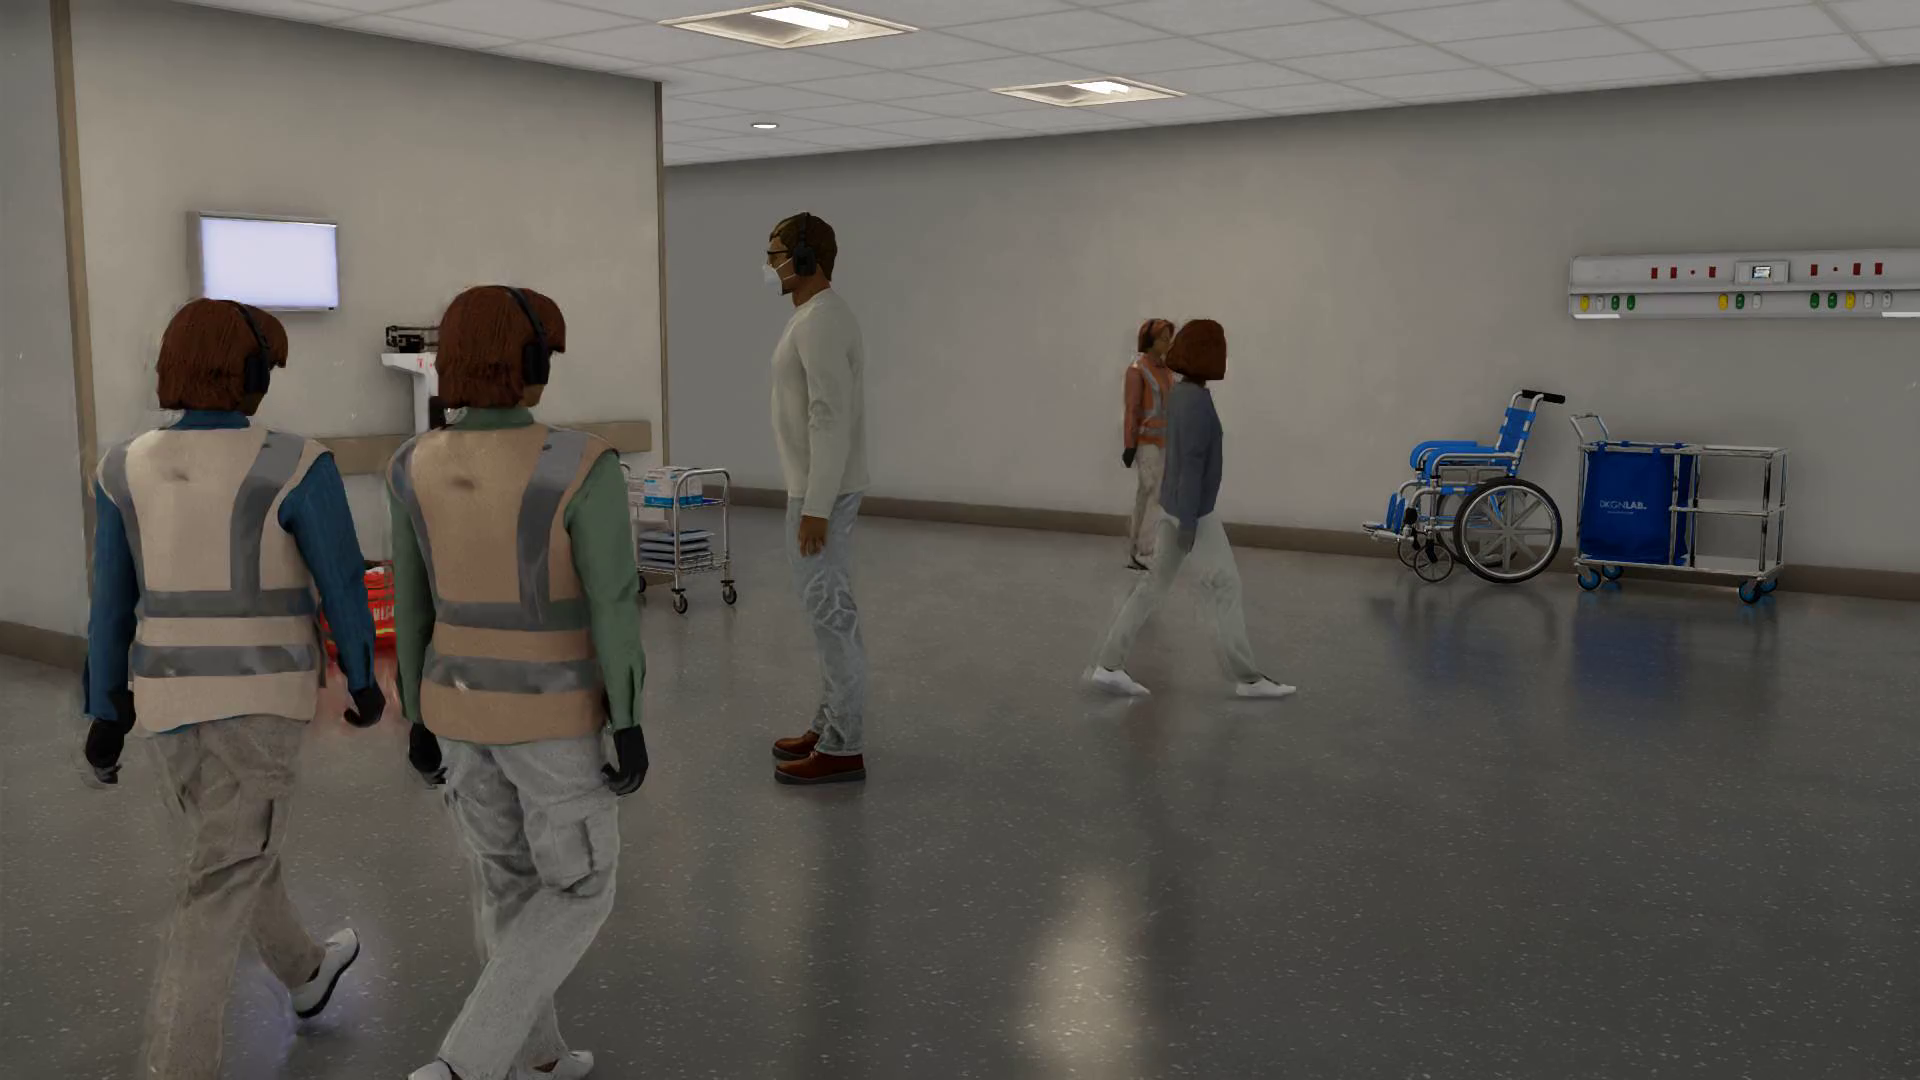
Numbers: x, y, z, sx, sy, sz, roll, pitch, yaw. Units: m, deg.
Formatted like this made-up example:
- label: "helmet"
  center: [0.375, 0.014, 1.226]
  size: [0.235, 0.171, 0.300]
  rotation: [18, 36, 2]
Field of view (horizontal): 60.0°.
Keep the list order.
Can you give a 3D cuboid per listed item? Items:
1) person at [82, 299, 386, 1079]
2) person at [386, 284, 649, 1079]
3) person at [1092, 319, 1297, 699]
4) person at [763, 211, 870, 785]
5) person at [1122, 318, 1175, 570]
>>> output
- label: "person"
  center: [-1.425, 0.324, 3.325]
  size: [0.507, 1.589, 0.866]
  rotation: [2, 7, 14]
- label: "person"
  center: [-0.843, 0.344, 3.051]
  size: [0.526, 1.621, 0.640]
  rotation: [3, 8, 24]
- label: "person"
  center: [0.948, -0.120, 6.912]
  size: [0.846, 1.590, 0.513]
  rotation: [0, 7, -4]
- label: "person"
  center: [-0.485, -0.141, 5.687]
  size: [0.356, 1.938, 0.633]
  rotation: [-1, 7, -5]
- label: "person"
  center: [1.261, -0.589, 10.578]
  size: [0.496, 1.622, 0.519]
  rotation: [4, 8, 30]
